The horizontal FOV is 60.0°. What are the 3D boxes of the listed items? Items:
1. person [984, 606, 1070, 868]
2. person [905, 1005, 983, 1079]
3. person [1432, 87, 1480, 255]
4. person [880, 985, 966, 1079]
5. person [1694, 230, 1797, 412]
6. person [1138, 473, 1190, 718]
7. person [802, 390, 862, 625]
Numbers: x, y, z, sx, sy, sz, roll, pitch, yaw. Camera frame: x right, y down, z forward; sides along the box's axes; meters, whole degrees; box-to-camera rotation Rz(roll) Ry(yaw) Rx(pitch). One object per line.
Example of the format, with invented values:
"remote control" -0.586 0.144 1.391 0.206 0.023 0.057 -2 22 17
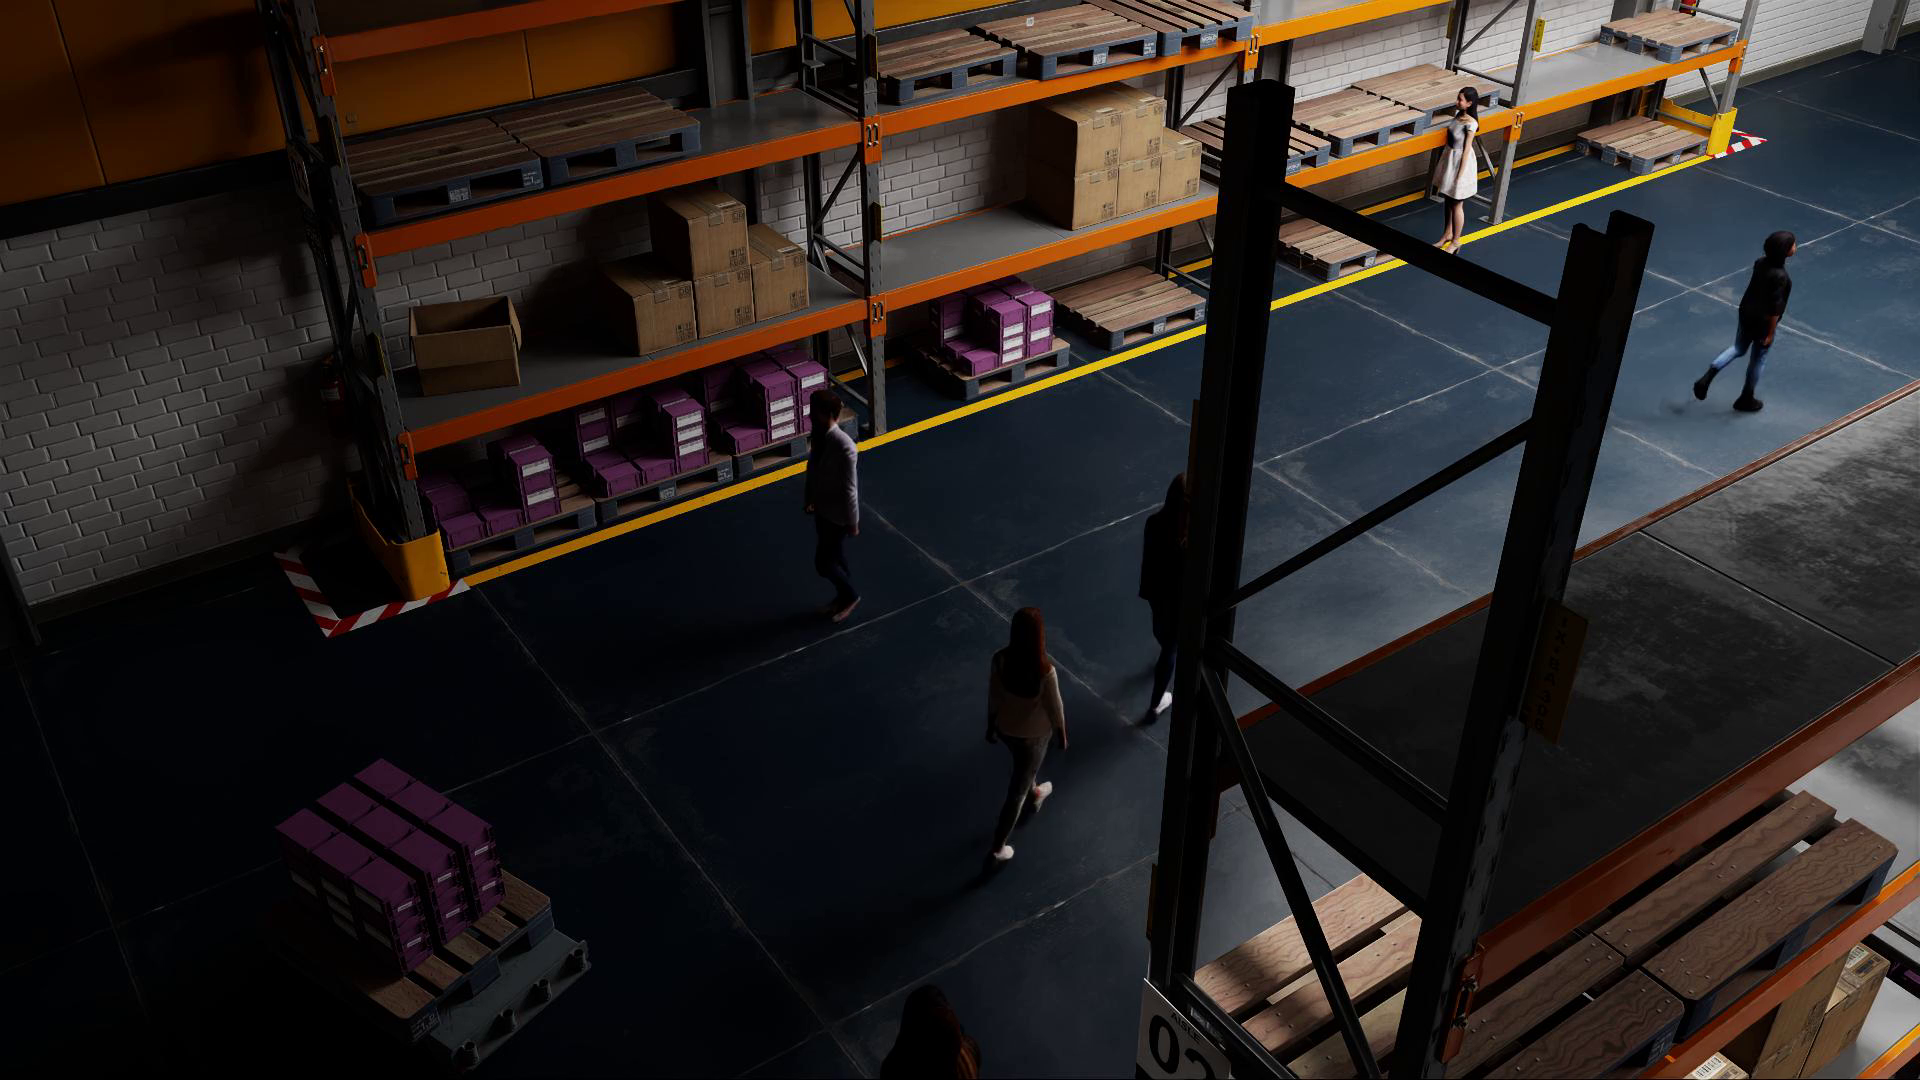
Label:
"person" 0.329 1.174 9.683 0.912 1.677 1.182 18 38 25
"person" -0.080 2.673 7.395 0.695 1.712 0.520 28 43 35
"person" 5.093 -3.779 17.051 0.800 1.769 0.776 -3 34 -4
"person" -0.170 2.605 7.482 0.452 1.729 0.667 -24 40 -31
"person" 6.747 -1.846 14.213 0.979 1.690 0.752 -9 35 -13
"person" 1.343 0.392 10.863 0.875 1.672 1.134 18 37 24
"person" -0.808 -0.241 11.668 0.630 1.836 0.710 -18 38 -25
